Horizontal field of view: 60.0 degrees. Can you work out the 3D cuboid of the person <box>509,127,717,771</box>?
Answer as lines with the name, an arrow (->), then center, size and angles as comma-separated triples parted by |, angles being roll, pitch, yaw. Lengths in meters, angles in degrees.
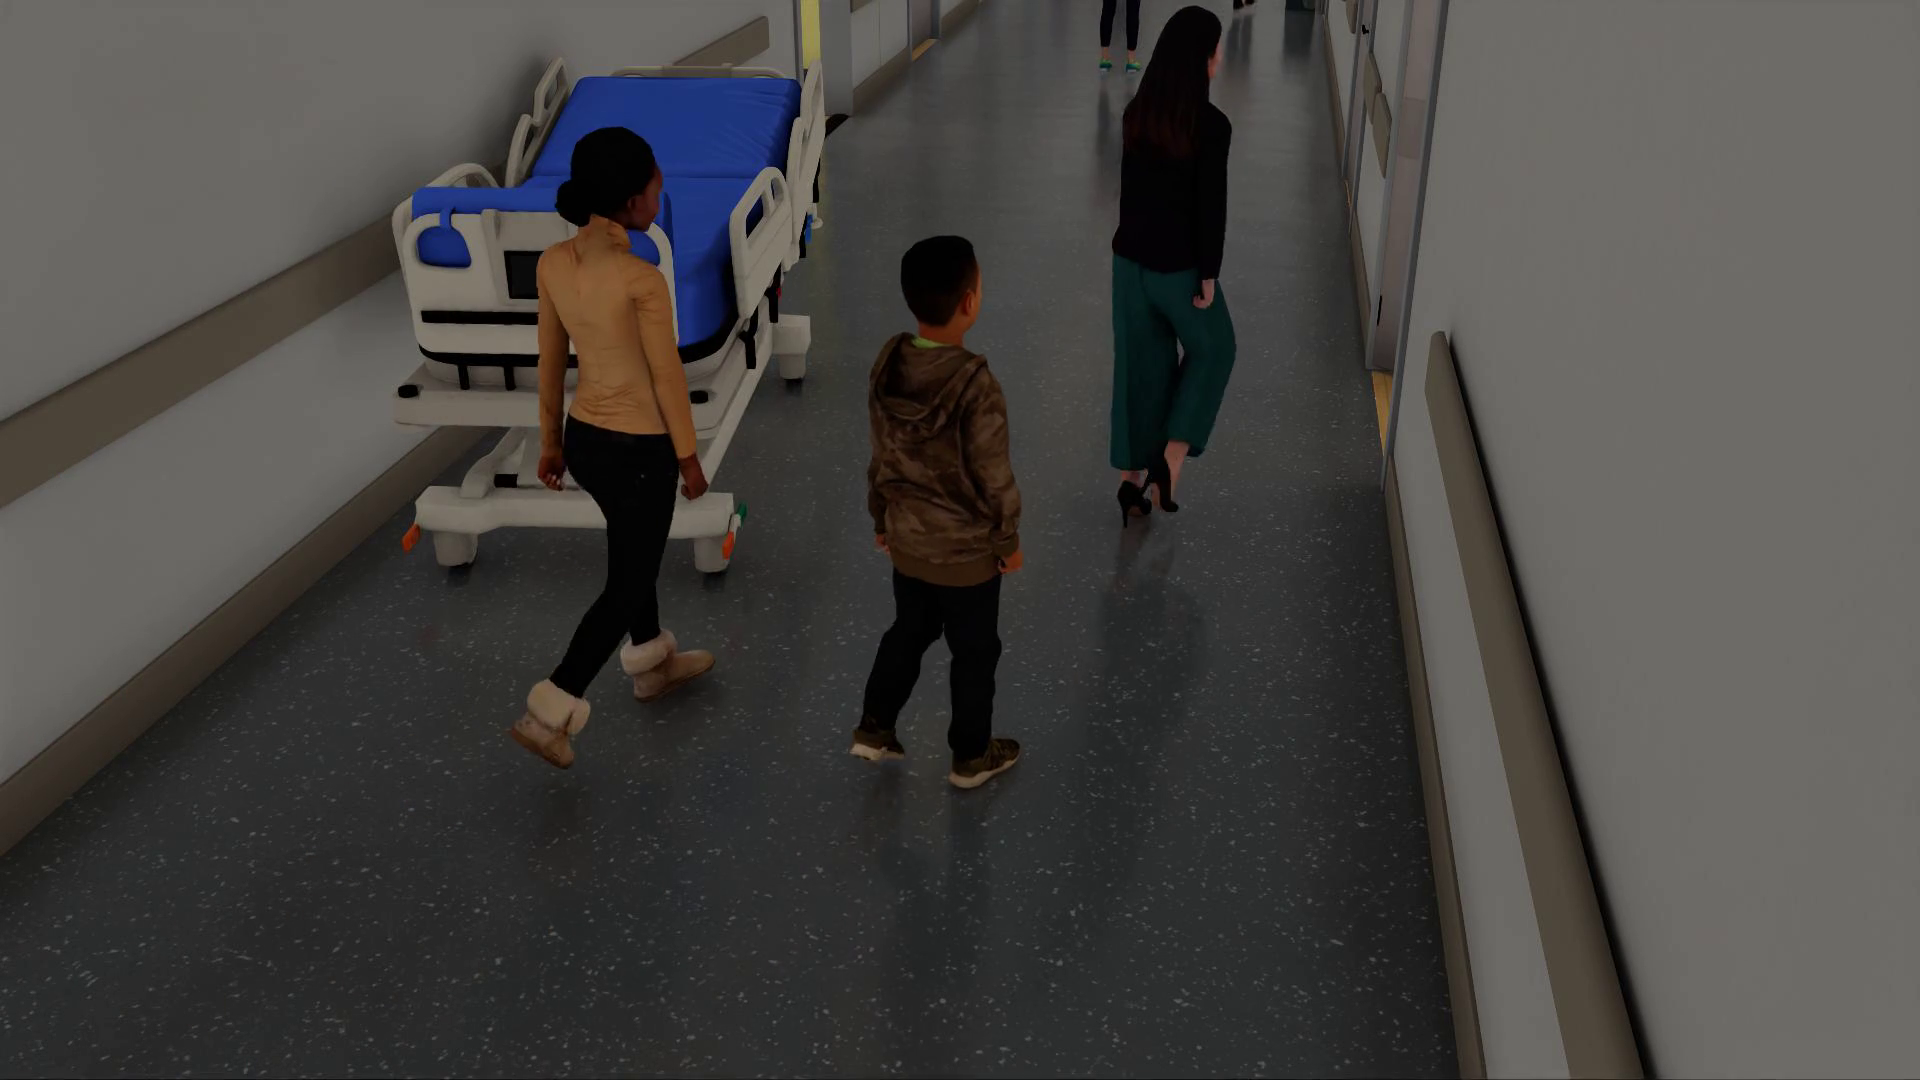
person -> -0.907, -0.173, 4.191 | 1.053, 1.624, 0.955 | 16, 30, 29

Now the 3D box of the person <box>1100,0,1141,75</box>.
person -> 1.316, -4.653, 13.391 | 0.514, 1.703, 0.678 | 8, 27, 17

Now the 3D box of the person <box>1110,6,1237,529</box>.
person -> 0.624, -0.815, 5.403 | 0.767, 1.727, 0.832 | 17, 31, 32

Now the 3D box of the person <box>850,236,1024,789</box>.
person -> -0.073, -0.015, 4.062 | 0.757, 1.451, 0.803 | 21, 33, 37
